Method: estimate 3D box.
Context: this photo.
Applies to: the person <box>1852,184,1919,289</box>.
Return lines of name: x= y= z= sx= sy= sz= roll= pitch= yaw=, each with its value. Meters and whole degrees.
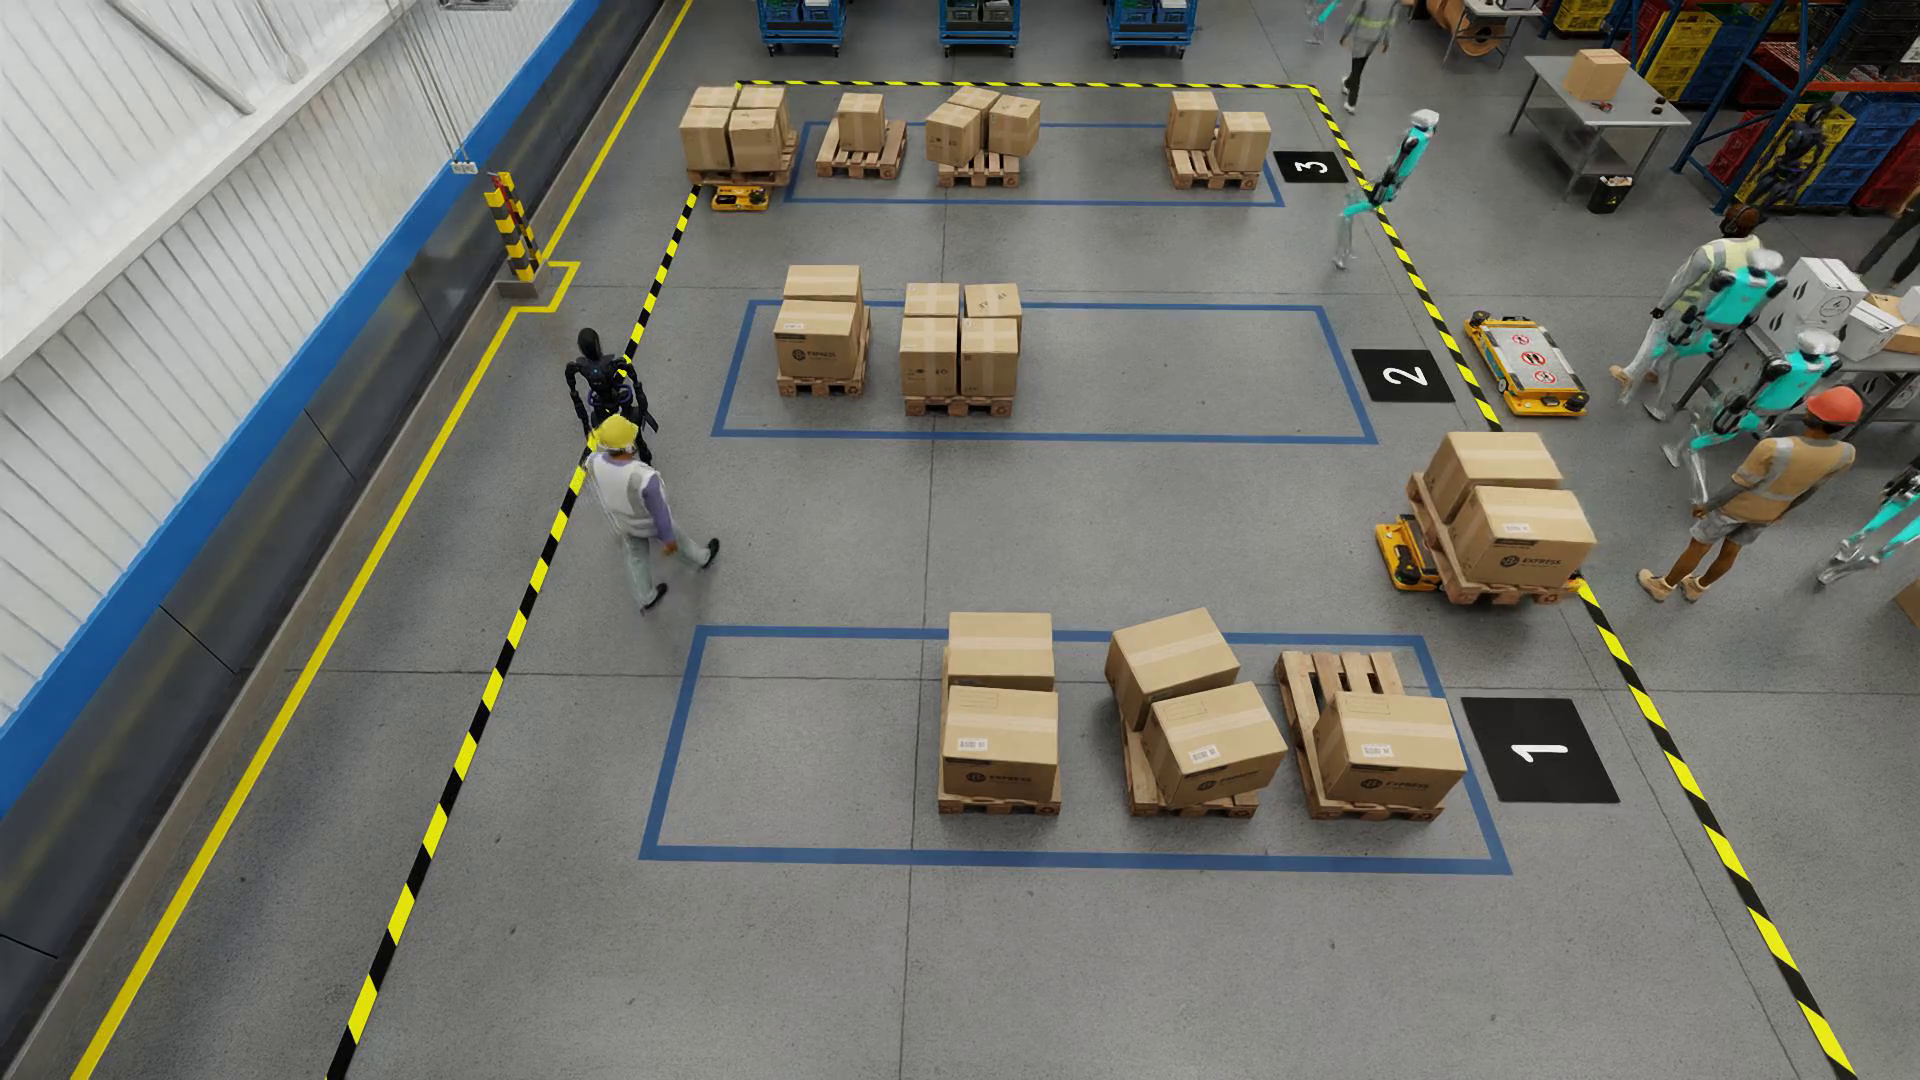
person: x=10.097 y=-3.396 z=9.453 sx=0.641 sy=1.820 sz=0.565 roll=25 pitch=54 yaw=20

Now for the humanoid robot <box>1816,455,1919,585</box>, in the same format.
humanoid robot: x=7.023 y=-0.216 z=6.739 sx=0.906 sy=1.732 sz=0.550 roll=-21 pitch=52 yaw=-17

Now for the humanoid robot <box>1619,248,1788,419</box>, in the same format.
humanoid robot: x=6.558 y=-1.866 z=8.191 sx=0.533 sy=1.821 sz=0.655 roll=9 pitch=50 yaw=7

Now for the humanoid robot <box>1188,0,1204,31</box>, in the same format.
humanoid robot: x=3.527 y=-8.718 z=14.177 sx=0.760 sy=1.624 sz=0.584 roll=23 pitch=53 yaw=19

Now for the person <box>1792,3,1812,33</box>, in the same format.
person: x=13.213 y=-8.788 z=14.081 sx=0.528 sy=1.869 sz=0.316 roll=-9 pitch=50 yaw=-8

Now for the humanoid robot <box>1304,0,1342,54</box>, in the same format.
humanoid robot: x=5.518 y=-8.246 z=13.725 sx=0.788 sy=1.813 sz=0.534 roll=14 pitch=51 yaw=12

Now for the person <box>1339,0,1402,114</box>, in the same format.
person: x=5.508 y=-6.873 z=12.464 sx=0.617 sy=1.797 sz=0.951 roll=0 pitch=49 yaw=0

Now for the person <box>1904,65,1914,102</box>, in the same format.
person: x=12.076 y=-5.859 z=11.439 sx=0.398 sy=2.040 sz=0.606 roll=-2 pitch=49 yaw=-1

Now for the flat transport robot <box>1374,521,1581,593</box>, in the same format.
flat transport robot: x=4.189 y=0.102 z=7.427 sx=1.431 sy=0.197 sz=0.652 roll=1 pitch=49 yaw=1

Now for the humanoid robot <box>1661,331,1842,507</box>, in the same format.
humanoid robot: x=6.337 y=-1.082 z=7.519 sx=0.550 sy=1.752 sz=1.046 roll=-3 pitch=49 yaw=-3

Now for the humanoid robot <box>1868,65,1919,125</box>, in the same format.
humanoid robot: x=11.713 y=-5.442 z=11.334 sx=0.631 sy=1.655 sz=0.607 roll=1 pitch=49 yaw=1

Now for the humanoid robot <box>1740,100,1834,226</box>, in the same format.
humanoid robot: x=9.089 y=-3.996 z=10.072 sx=0.518 sy=1.638 sz=0.615 roll=-8 pitch=50 yaw=-7

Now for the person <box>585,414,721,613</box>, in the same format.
person: x=-2.259 y=-0.255 z=6.745 sx=0.616 sy=1.795 sz=0.825 roll=18 pitch=51 yaw=15

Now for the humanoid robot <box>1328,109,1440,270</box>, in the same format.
humanoid robot: x=4.414 y=-3.774 z=9.820 sx=0.781 sy=1.747 sz=0.586 roll=36 pitch=58 yaw=27

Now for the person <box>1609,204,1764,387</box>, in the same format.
person: x=6.676 y=-2.196 z=8.402 sx=0.629 sy=1.835 sz=0.429 roll=-10 pitch=50 yaw=-9

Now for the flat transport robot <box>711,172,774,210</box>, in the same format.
flat transport robot: x=-2.665 y=-4.587 z=11.485 sx=0.652 sy=0.197 sz=1.431 roll=1 pitch=49 yaw=1

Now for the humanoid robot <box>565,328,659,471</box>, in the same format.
humanoid robot: x=-2.808 y=-1.032 z=7.486 sx=0.599 sy=1.655 sz=0.315 roll=-8 pitch=50 yaw=-7

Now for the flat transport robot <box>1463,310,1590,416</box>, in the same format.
flat transport robot: x=5.573 y=-1.757 z=9.054 sx=0.659 sy=0.231 sz=1.431 roll=1 pitch=49 yaw=1

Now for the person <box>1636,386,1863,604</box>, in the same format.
person: x=5.669 y=-0.268 z=6.594 sx=0.612 sy=2.041 sz=0.377 roll=3 pitch=49 yaw=2

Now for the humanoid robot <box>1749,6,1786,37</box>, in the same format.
humanoid robot: x=12.340 y=-8.273 z=13.753 sx=0.599 sy=1.657 sz=0.315 roll=10 pitch=50 yaw=9
